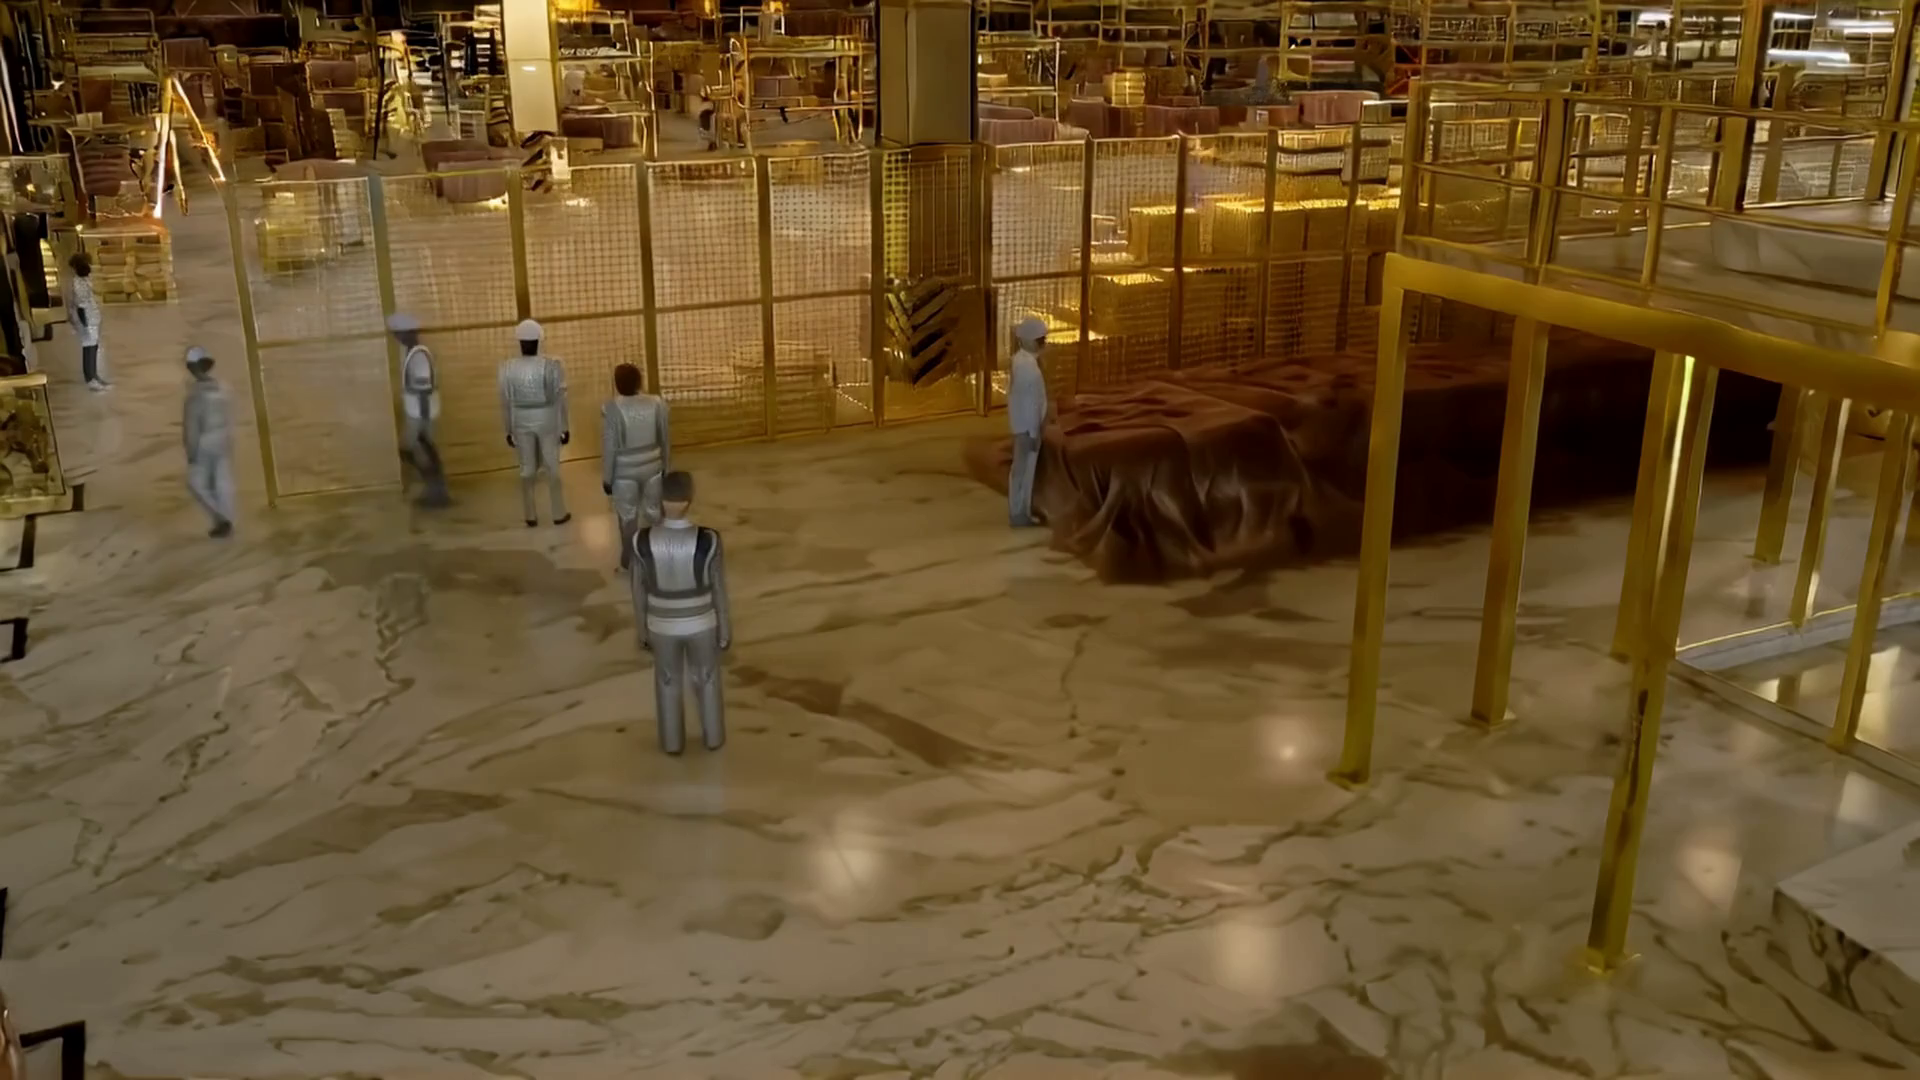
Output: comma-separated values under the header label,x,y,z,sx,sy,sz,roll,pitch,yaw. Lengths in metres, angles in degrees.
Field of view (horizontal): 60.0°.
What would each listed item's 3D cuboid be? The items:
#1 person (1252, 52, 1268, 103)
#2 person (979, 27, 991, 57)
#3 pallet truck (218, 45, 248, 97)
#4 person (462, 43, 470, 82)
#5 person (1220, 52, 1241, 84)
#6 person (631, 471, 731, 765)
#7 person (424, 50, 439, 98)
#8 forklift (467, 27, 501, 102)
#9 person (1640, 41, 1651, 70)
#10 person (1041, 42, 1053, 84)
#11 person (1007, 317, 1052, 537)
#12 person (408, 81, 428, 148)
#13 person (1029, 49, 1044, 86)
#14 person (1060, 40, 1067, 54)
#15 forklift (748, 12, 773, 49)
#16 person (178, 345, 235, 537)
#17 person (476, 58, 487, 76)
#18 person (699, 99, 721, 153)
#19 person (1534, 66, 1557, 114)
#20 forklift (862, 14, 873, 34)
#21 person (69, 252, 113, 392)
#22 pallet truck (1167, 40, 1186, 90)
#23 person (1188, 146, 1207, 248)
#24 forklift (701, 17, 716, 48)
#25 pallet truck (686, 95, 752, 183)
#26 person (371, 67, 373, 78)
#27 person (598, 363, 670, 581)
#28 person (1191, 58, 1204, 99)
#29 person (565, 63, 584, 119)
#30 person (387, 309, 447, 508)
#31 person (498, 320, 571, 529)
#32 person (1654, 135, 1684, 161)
label,x,y,z,sx,sy,sz,roll,pitch,yaw
person,11.367,-17.464,62.808,0.438,1.884,0.710,5,20,14
person,1.284,-24.984,84.428,0.622,1.993,0.383,7,20,21
pallet truck,-28.879,-18.665,66.111,0.823,1.965,1.885,-3,19,-9
person,-21.782,-21.192,73.549,0.377,1.932,0.544,-2,19,-5
person,11.988,-21.045,73.150,1.024,1.913,0.623,-12,22,-31
person,-1.764,0.506,10.611,0.615,1.945,0.404,0,19,0
person,-20.583,-18.115,64.660,0.650,1.892,0.977,-13,23,-32
forklift,-17.547,-17.497,61.390,1.129,2.768,1.873,-11,22,-29
person,30.705,-21.541,74.707,0.585,1.822,0.673,-11,22,-29
person,3.781,-21.066,73.213,0.643,1.916,0.903,-7,20,-19
person,0.619,-1.026,14.980,0.390,1.992,0.624,-4,19,-10
person,-15.251,-11.959,46.855,0.423,1.873,0.599,12,22,30
person,3.009,-18.501,65.823,0.599,1.874,0.979,-1,19,-3
person,4.937,-23.178,79.791,0.842,1.599,0.513,-7,20,-19
forklift,-9.487,-24.431,81.490,1.873,2.768,1.129,-9,21,-25
person,-6.714,-0.871,14.899,0.383,1.751,0.534,13,23,33
person,-17.579,-16.856,61.267,0.331,1.734,0.480,14,23,34
person,-6.194,-9.941,41.078,0.647,1.827,0.583,13,23,33
person,20.439,-15.632,57.847,0.866,1.631,0.576,14,24,35
forklift,-4.147,-23.288,78.178,1.873,2.768,1.129,-17,25,-40
person,-10.549,-2.634,20.105,0.322,1.689,0.530,-6,20,-17
pallet truck,9.045,-19.971,69.895,0.823,1.965,1.885,-3,19,-8
person,4.284,-6.249,30.349,0.523,1.852,0.782,-17,25,-40
forklift,-10.921,-21.323,72.480,1.873,2.768,1.129,-9,21,-25
pallet truck,-5.836,-9.608,39.856,0.823,1.965,1.885,10,22,27
person,-20.795,-16.344,59.616,0.506,1.843,0.351,-5,20,-14
person,-2.718,-0.572,13.895,0.625,1.846,0.429,-13,23,-32
person,8.807,-16.996,61.722,0.534,1.700,0.318,-10,21,-26
person,-13.056,-15.292,56.443,0.640,1.921,0.577,-11,22,-29
person,-5.111,-1.224,15.669,0.439,1.918,0.573,-7,20,-20
person,-3.862,-1.047,15.146,0.585,1.927,0.366,-2,19,-7
person,13.163,-6.627,31.151,0.609,2.040,0.394,11,22,29
